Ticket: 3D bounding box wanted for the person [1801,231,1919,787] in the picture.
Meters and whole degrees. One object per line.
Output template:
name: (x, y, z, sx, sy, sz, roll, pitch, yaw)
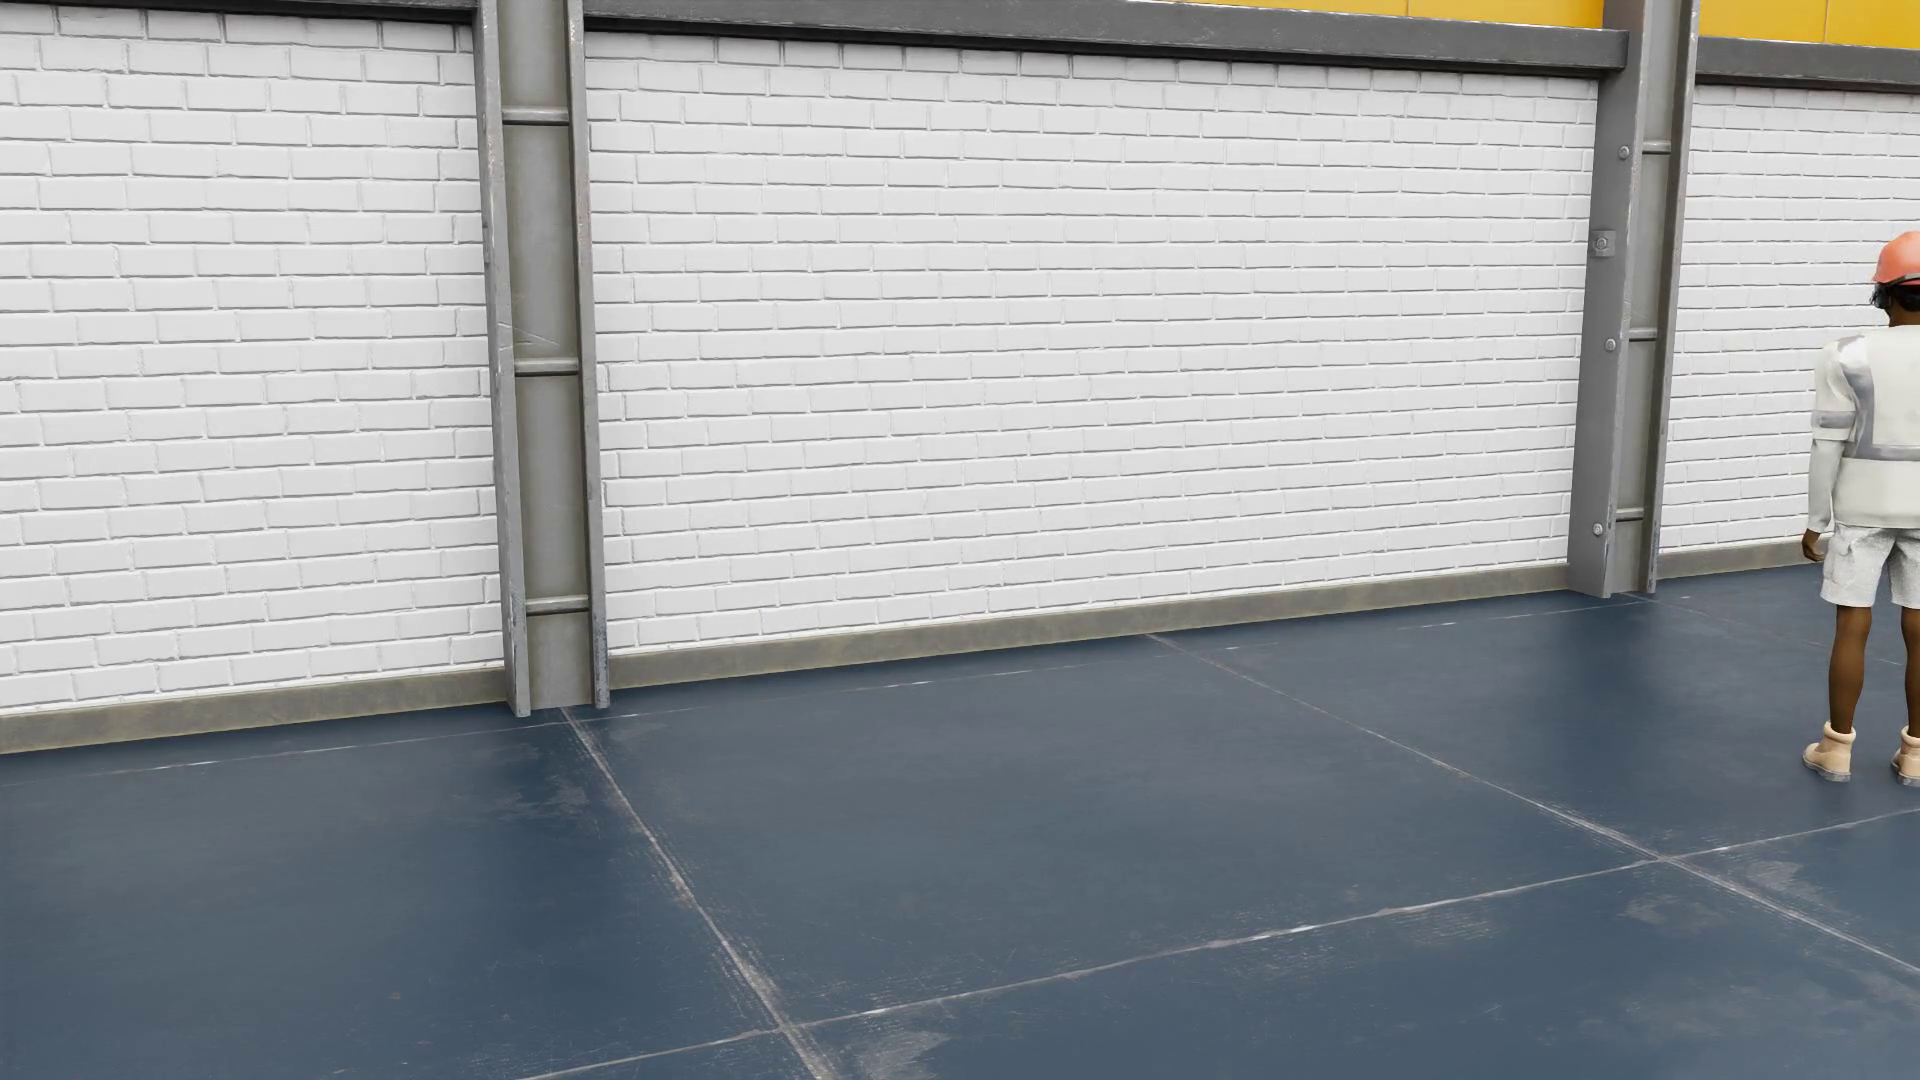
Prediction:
person: (3.440, -0.103, 6.151, 0.608, 2.048, 0.364, 3, 11, 15)
